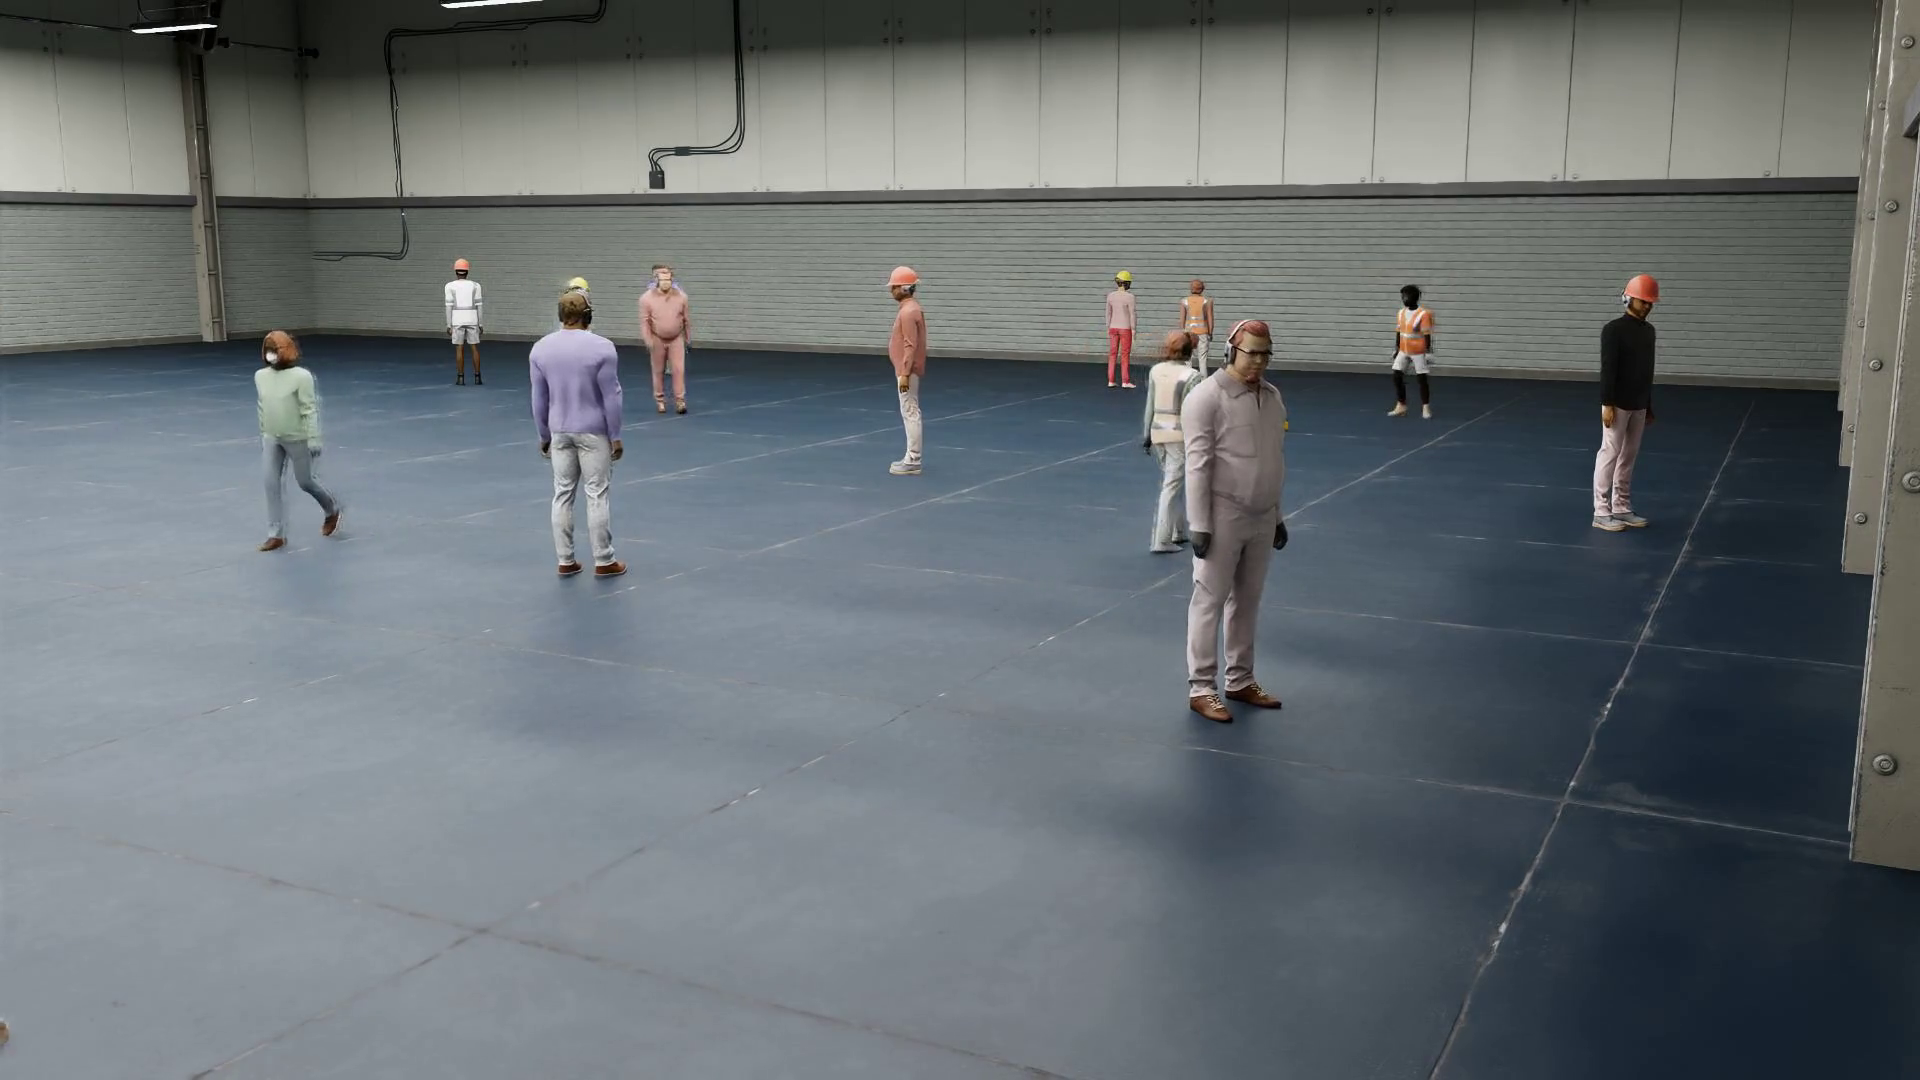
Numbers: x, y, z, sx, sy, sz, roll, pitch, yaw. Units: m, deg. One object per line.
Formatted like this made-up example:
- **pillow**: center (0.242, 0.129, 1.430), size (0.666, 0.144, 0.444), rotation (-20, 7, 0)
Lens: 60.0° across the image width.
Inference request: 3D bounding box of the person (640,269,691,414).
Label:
- **person**: center (-3.751, -2.540, 21.382), size (0.659, 1.860, 0.915), rotation (-4, 11, -18)

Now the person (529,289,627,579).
- **person**: center (-2.547, -0.699, 11.133), size (0.627, 1.940, 0.375), rotation (2, 11, 13)

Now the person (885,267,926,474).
- **person**: center (-0.522, -1.630, 16.060), size (0.393, 1.991, 0.626), rotation (0, 10, 2)

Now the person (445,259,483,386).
- **person**: center (-7.614, -3.340, 25.542), size (0.552, 1.935, 0.373), rotation (-5, 11, -24)

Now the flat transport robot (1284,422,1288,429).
- **flat transport robot**: center (3.064, -1.406, 19.542), size (1.431, 0.197, 0.652), rotation (-4, 11, -20)

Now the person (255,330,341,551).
- **person**: center (-4.954, -0.757, 12.360), size (0.504, 1.610, 0.735), rotation (3, 11, 15)

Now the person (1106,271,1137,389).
- **person**: center (2.442, -3.164, 25.052), size (0.533, 1.766, 0.318), rotation (9, 14, 41)

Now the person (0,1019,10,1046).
- **person**: center (-2.836, 0.594, 4.287), size (0.589, 1.864, 0.665), rotation (3, 11, 14)

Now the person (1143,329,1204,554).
- **person**: center (1.634, -0.719, 12.113), size (0.665, 1.614, 0.552), rotation (-8, 13, -36)

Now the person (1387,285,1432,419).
- **person**: center (5.661, -2.352, 20.864), size (0.494, 1.664, 0.601), rotation (-7, 13, -34)

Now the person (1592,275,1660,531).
- **person**: center (5.240, -1.069, 13.025), size (0.609, 1.985, 0.392), rotation (-7, 13, -35)

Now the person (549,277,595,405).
- **person**: center (-4.857, -2.412, 20.942), size (0.895, 1.777, 0.603), rotation (-3, 11, -16)

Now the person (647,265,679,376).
- **person**: center (-4.851, -3.614, 27.375), size (0.614, 1.808, 0.786), rotation (4, 11, 19)

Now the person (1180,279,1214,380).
- **person**: center (3.555, -3.090, 24.996), size (0.512, 1.638, 0.307), rotation (3, 11, 15)

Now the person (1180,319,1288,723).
- **person**: center (1.343, -0.097, 7.960), size (0.636, 1.903, 0.405), rotation (-9, 13, -39)
